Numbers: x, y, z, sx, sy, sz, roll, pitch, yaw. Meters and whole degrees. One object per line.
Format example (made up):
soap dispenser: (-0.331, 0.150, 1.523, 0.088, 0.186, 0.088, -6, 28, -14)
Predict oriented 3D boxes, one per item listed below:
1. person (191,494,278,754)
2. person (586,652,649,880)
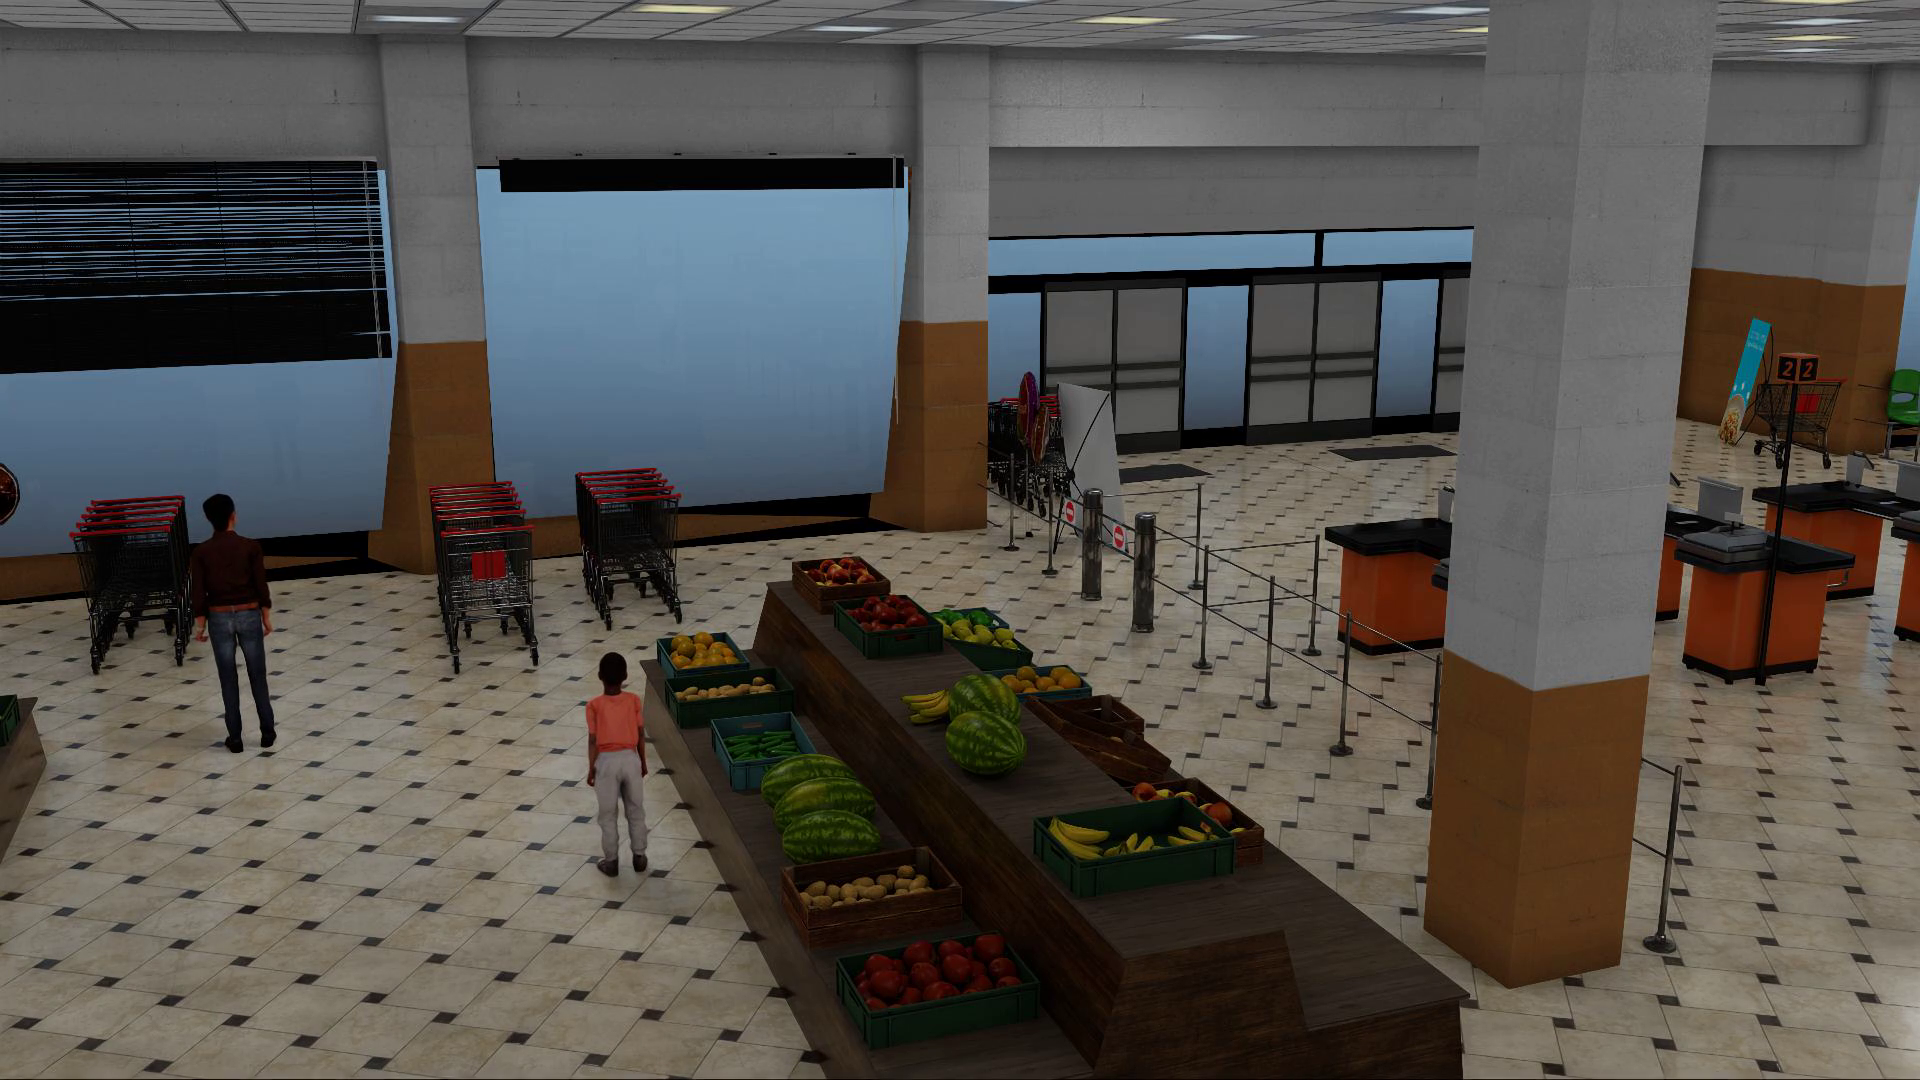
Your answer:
person: (-4.922, 0.563, 11.300, 0.663, 1.778, 0.547, -7, 15, -25)
person: (-1.938, 1.264, 9.402, 0.499, 1.310, 0.468, -6, 15, -22)
